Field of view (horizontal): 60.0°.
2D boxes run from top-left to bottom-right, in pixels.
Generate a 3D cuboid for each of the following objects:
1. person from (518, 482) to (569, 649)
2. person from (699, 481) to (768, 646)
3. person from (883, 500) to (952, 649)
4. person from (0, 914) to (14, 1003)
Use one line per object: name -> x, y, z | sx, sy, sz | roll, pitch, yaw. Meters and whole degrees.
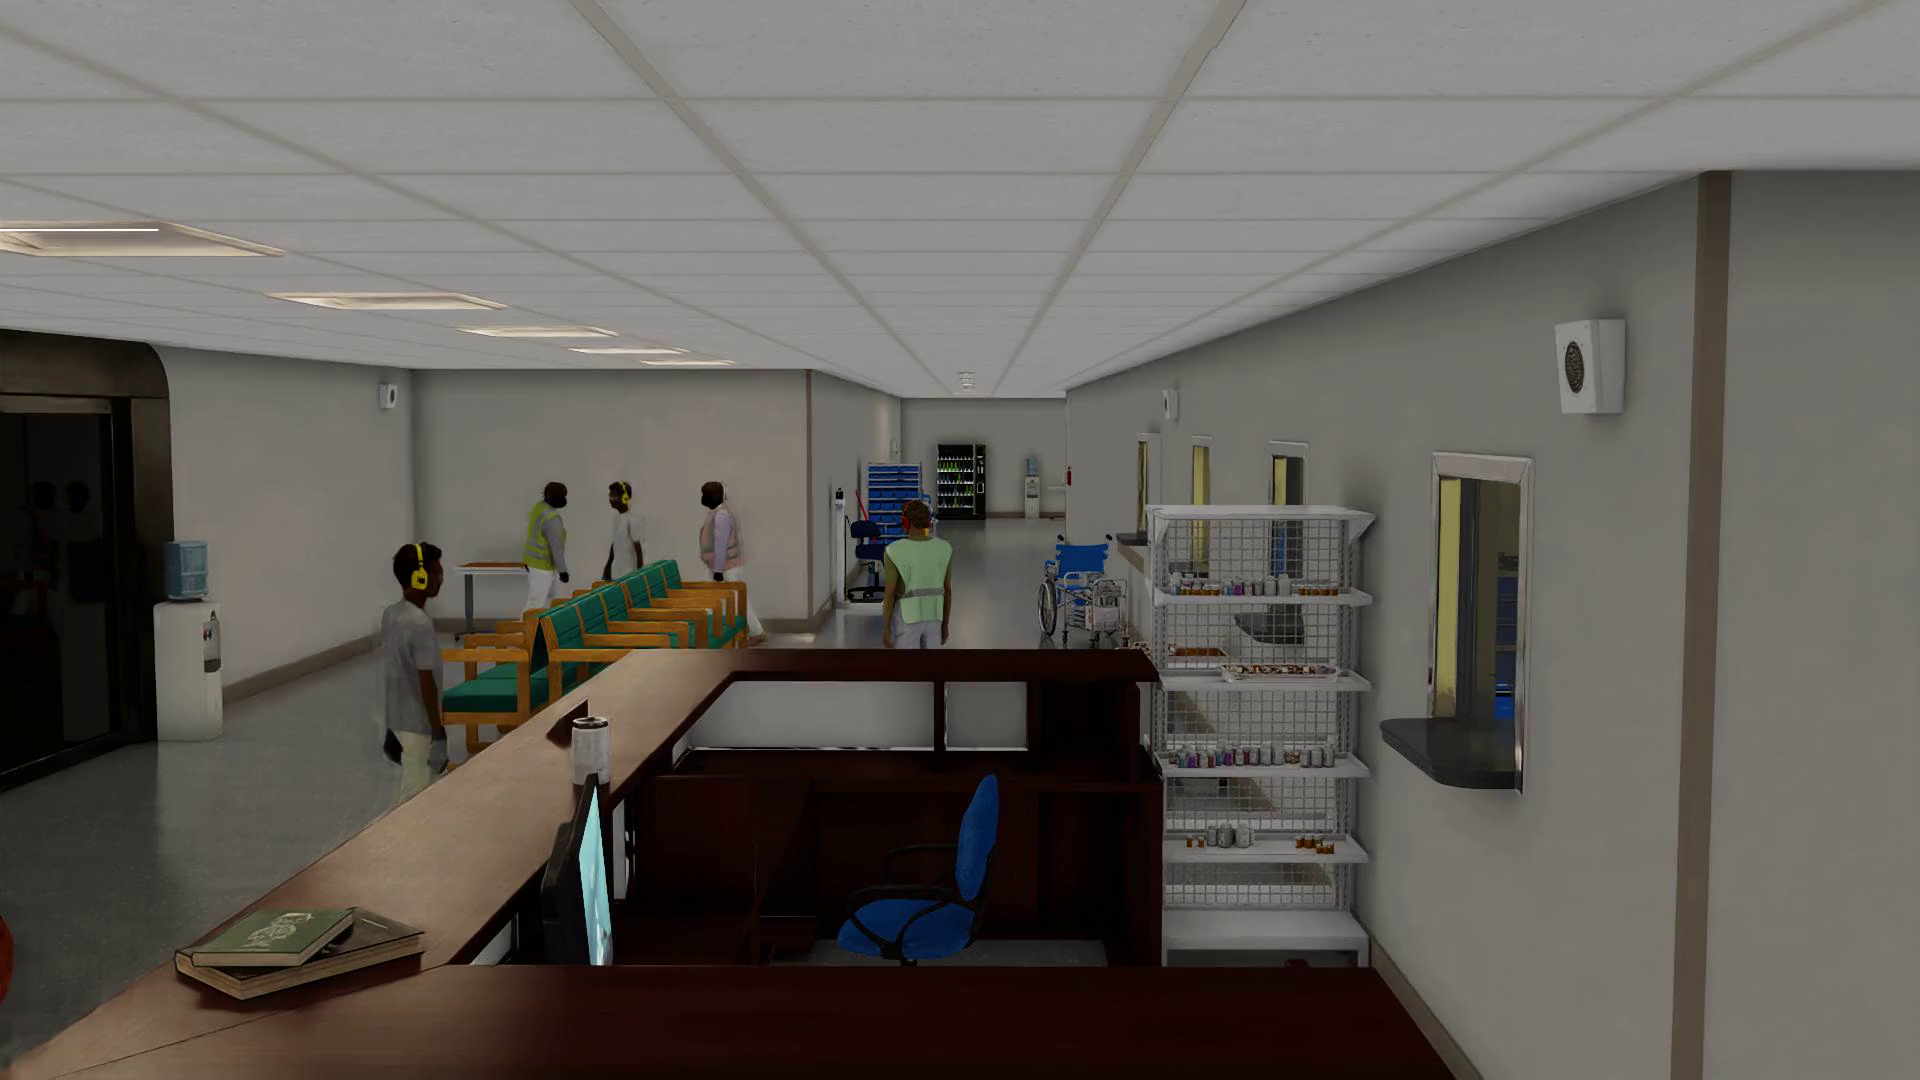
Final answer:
person -> -4.334, 0.272, 17.693 | 0.797, 1.786, 0.688 | -1, 4, -20
person -> -2.486, 0.265, 17.722 | 0.883, 1.804, 0.632 | -2, 4, -21
person -> -0.307, 0.625, 12.347 | 0.562, 1.838, 0.388 | -2, 5, -29
person -> -1.179, 1.345, 2.031 | 0.743, 1.856, 0.586 | 0, 4, 2
